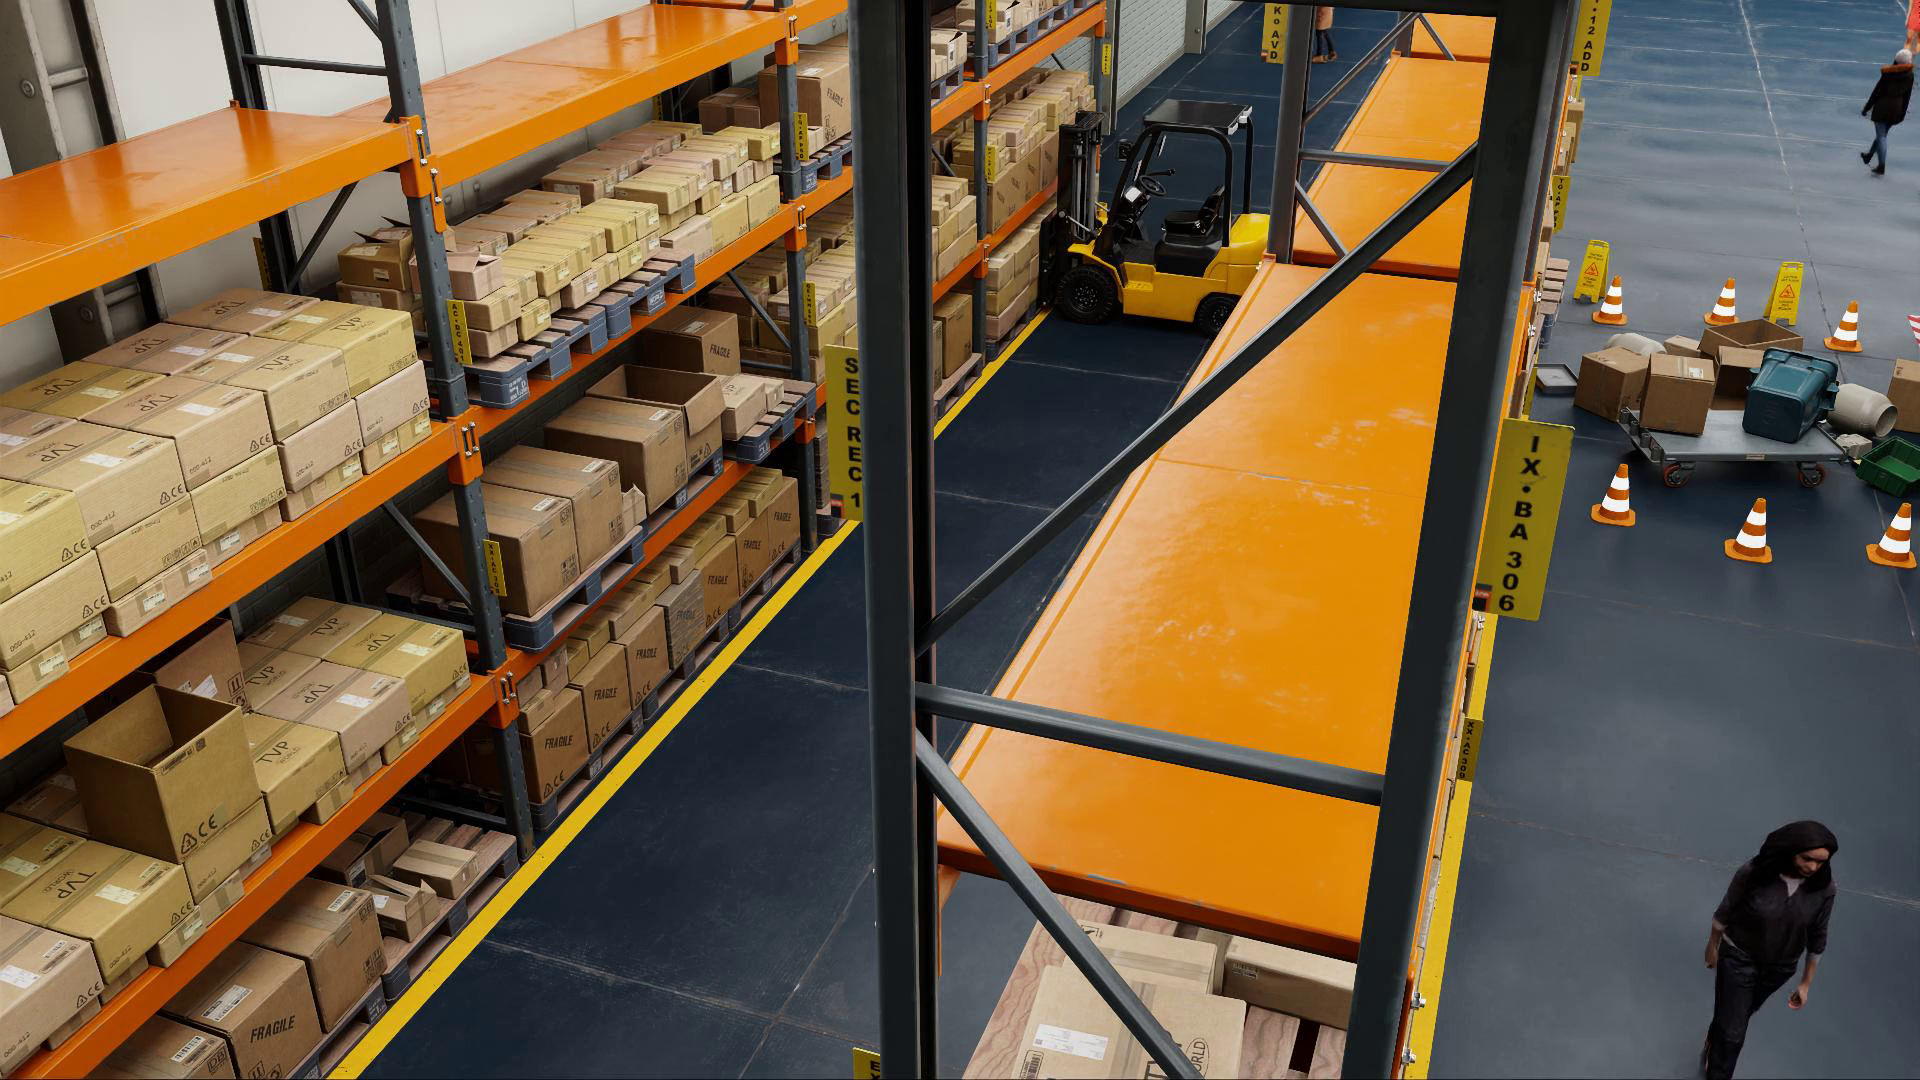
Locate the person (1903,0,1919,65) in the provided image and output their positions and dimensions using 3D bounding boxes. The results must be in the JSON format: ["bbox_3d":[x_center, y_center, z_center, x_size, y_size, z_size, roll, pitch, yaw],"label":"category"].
[{"bbox_3d":[16.044,-8.708,27.720,0.768,1.690,1.044,17,32,29],"label":"person"}]

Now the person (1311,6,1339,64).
[{"bbox_3d":[6.211,-9.007,28.222,0.728,1.747,0.691,9,29,16],"label":"person"}]

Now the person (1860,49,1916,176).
[{"bbox_3d":[12.348,-5.656,22.091,0.861,1.596,1.108,0,28,-1],"label":"person"}]

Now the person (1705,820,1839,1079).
[{"bbox_3d":[3.685,1.907,7.749,0.710,1.728,1.053,7,29,13],"label":"person"}]
